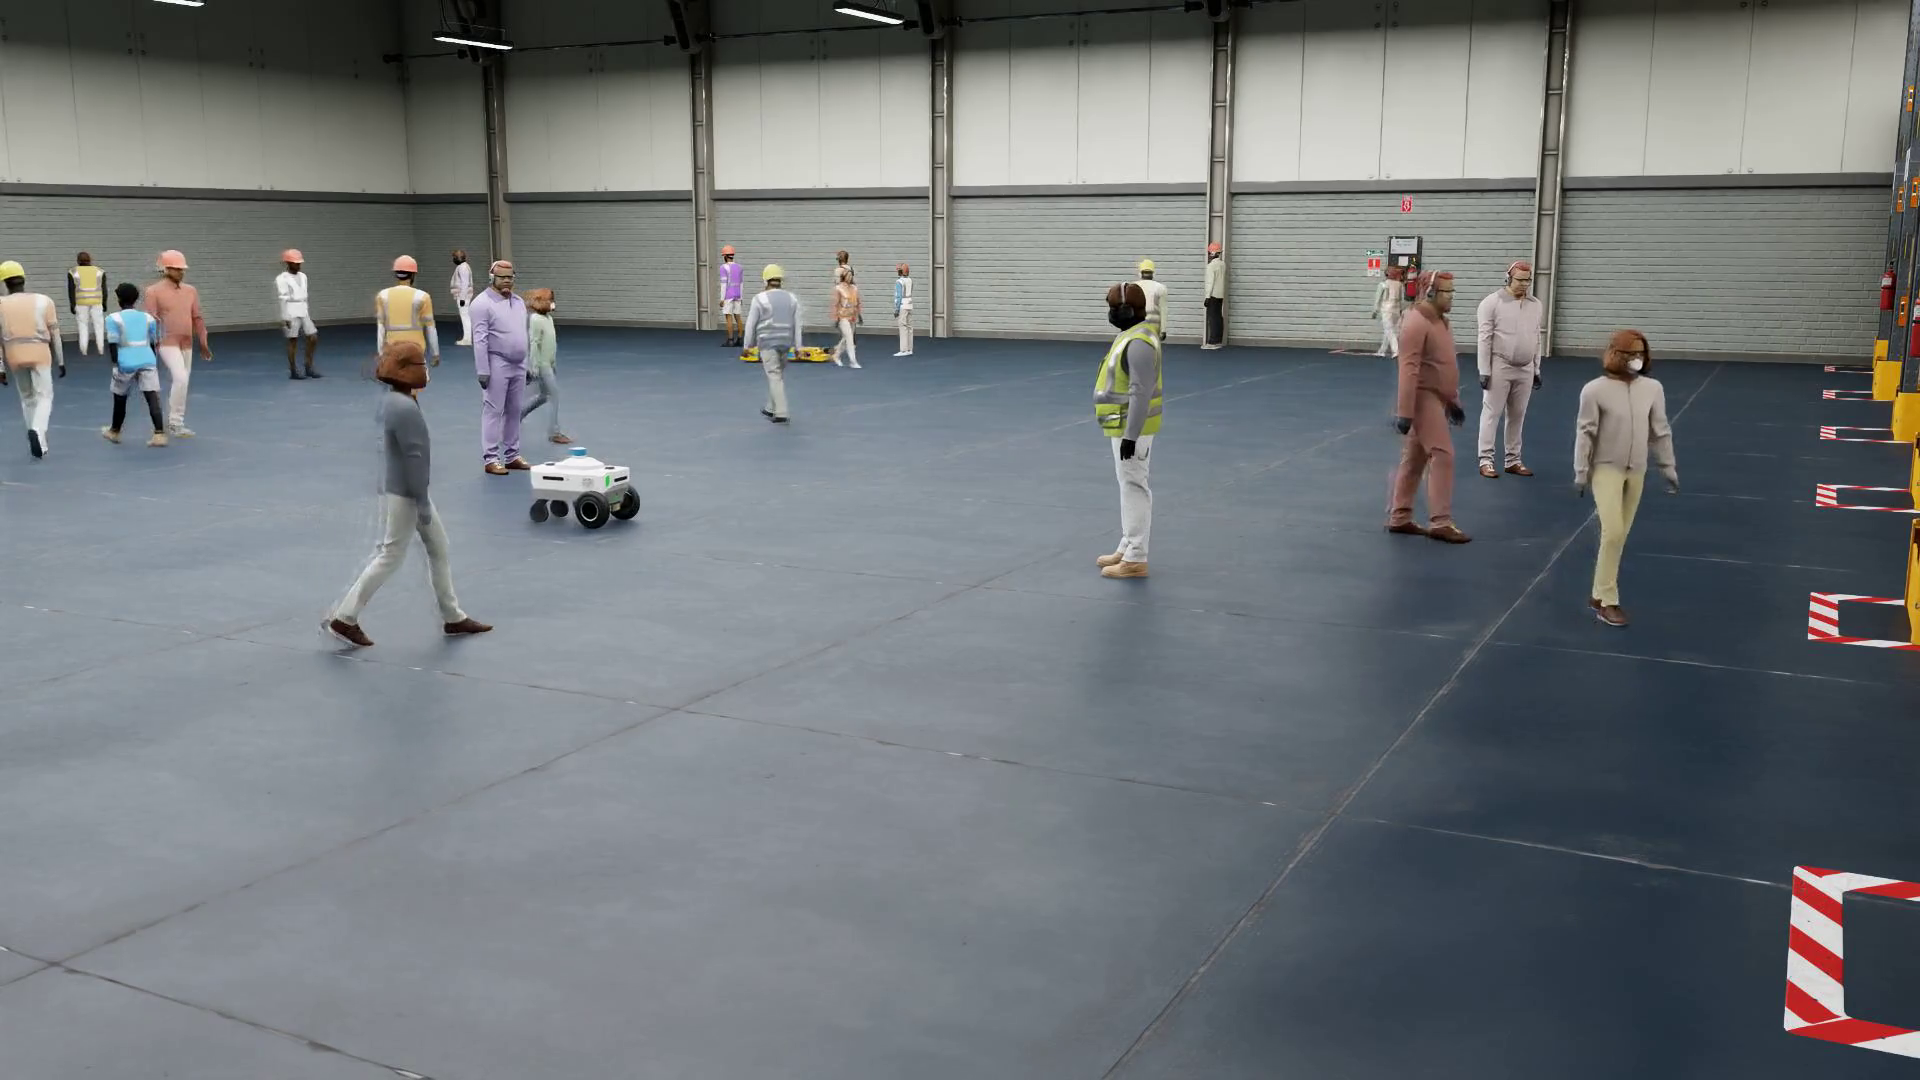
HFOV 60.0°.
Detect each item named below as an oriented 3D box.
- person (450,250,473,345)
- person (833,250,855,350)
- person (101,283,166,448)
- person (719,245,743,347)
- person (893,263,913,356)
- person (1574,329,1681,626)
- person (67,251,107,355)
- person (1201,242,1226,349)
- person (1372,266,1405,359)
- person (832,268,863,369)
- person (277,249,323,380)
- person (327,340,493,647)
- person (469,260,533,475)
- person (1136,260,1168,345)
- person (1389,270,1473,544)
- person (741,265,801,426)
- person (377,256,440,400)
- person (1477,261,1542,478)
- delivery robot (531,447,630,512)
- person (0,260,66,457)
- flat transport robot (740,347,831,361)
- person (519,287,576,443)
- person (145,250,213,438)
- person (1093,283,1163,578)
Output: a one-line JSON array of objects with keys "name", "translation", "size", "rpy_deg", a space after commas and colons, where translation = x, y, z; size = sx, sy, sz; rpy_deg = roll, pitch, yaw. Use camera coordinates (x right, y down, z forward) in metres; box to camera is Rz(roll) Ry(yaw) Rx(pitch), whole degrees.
[{"name": "person", "translation": [-9.686, -4.707, 32.347], "size": [0.429, 1.841, 0.633], "rpy_deg": [-3, 11, -15]}, {"name": "person", "translation": [-2.163, -4.473, 31.065], "size": [0.339, 1.844, 0.522], "rpy_deg": [8, 13, 37]}, {"name": "person", "translation": [-8.375, -1.761, 16.798], "size": [0.901, 1.639, 0.549], "rpy_deg": [7, 13, 34]}, {"name": "person", "translation": [-4.389, -4.647, 31.762], "size": [0.377, 1.932, 0.552], "rpy_deg": [8, 13, 39]}, {"name": "person", "translation": [-0.995, -4.063, 29.377], "size": [0.310, 1.642, 0.514], "rpy_deg": [5, 11, 25]}, {"name": "person", "translation": [3.698, -0.338, 9.142], "size": [0.510, 1.615, 0.612], "rpy_deg": [-3, 11, -16]}, {"name": "person", "translation": [-15.588, -4.230, 29.750], "size": [0.631, 1.844, 0.429], "rpy_deg": [-8, 13, -37]}, {"name": "person", "translation": [4.769, -4.575, 31.200], "size": [0.374, 1.997, 0.613], "rpy_deg": [7, 13, 34]}, {"name": "person", "translation": [7.468, -3.946, 28.855], "size": [0.543, 1.600, 0.852], "rpy_deg": [-4, 11, -22]}, {"name": "person", "translation": [-1.840, -3.578, 26.829], "size": [0.807, 1.610, 0.523], "rpy_deg": [9, 14, 41]}, {"name": "person", "translation": [-9.714, -3.309, 24.504], "size": [0.629, 1.916, 0.587], "rpy_deg": [5, 11, 23]}, {"name": "person", "translation": [-2.925, -0.242, 8.657], "size": [0.817, 1.601, 0.509], "rpy_deg": [-4, 11, -22]}, {"name": "person", "translation": [-4.078, -1.547, 14.940], "size": [0.401, 1.904, 0.651], "rpy_deg": [5, 12, 25]}, {"name": "person", "translation": [2.546, -2.926, 22.749], "size": [0.610, 1.804, 0.766], "rpy_deg": [3, 11, 17]}, {"name": "person", "translation": [3.382, -0.931, 11.643], "size": [0.775, 1.881, 0.660], "rpy_deg": [5, 12, 27]}, {"name": "person", "translation": [-2.159, -2.206, 18.822], "size": [0.612, 1.785, 0.892], "rpy_deg": [-8, 13, -38]}, {"name": "person", "translation": [-5.729, -1.998, 17.369], "size": [0.585, 1.910, 0.770], "rpy_deg": [0, 10, 0]}, {"name": "person", "translation": [4.872, -1.500, 14.695], "size": [0.638, 1.903, 0.408], "rpy_deg": [-3, 11, -18]}, {"name": "delivery robot", "translation": [-2.819, -0.443, 12.338], "size": [0.707, 0.478, 0.477], "rpy_deg": [4, 11, 20]}, {"name": "person", "translation": [-8.935, -1.721, 15.927], "size": [0.605, 1.892, 0.808], "rpy_deg": [-4, 11, -20]}, {"name": "flat transport robot", "translation": [-2.954, -3.160, 28.191], "size": [1.431, 0.197, 0.652], "rpy_deg": [1, 10, 5]}, {"name": "person", "translation": [-4.343, -1.789, 17.087], "size": [0.717, 1.613, 0.506], "rpy_deg": [1, 10, 3]}, {"name": "person", "translation": [-8.221, -2.054, 17.542], "size": [0.653, 1.970, 0.612], "rpy_deg": [4, 11, 20]}, {"name": "person", "translation": [1.048, -0.684, 10.427], "size": [0.430, 1.838, 0.619], "rpy_deg": [0, 10, 2]}]
